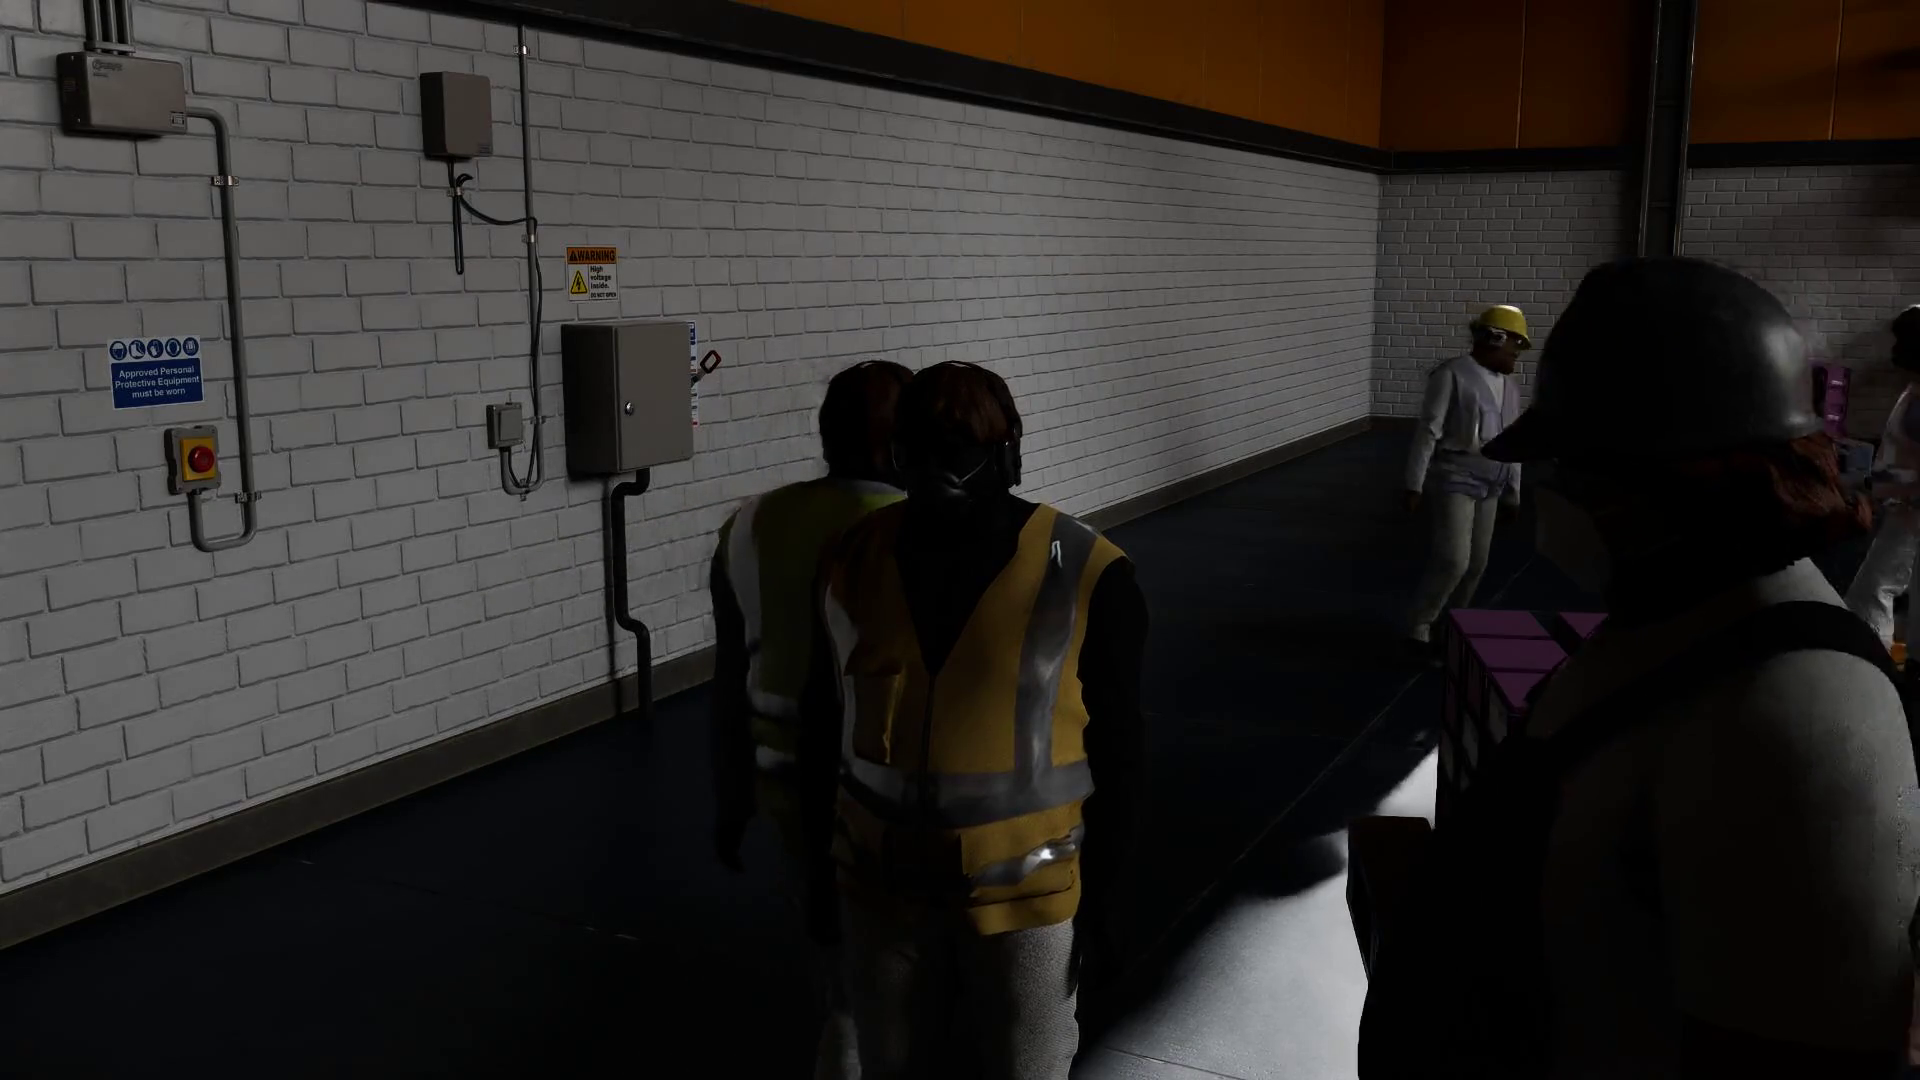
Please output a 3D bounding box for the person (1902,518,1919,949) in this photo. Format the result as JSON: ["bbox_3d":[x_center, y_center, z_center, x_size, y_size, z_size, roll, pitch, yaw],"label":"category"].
[{"bbox_3d":[2.947,0.305,4.598,0.588,1.869,0.463,5,11,25],"label":"person"}]

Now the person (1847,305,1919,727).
[{"bbox_3d":[3.996,-0.088,7.038,0.743,1.807,0.648,9,13,42],"label":"person"}]

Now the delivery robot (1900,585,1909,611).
[{"bbox_3d":[5.277,0.207,8.704,0.707,0.478,0.477,-4,11,-22],"label":"delivery robot"}]

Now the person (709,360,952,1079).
[{"bbox_3d":[-0.125,0.526,3.509,0.662,1.798,0.920,5,11,27],"label":"person"}]

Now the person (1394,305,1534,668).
[{"bbox_3d":[2.489,-0.253,8.131,0.671,1.767,0.403,-7,12,-35],"label":"person"}]

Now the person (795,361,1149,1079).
[{"bbox_3d":[-0.001,0.607,2.935,0.635,1.842,0.429,3,10,18],"label":"person"}]

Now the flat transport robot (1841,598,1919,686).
[{"bbox_3d":[4.390,0.480,8.216,0.652,0.197,1.431,2,10,12],"label":"flat transport robot"}]
